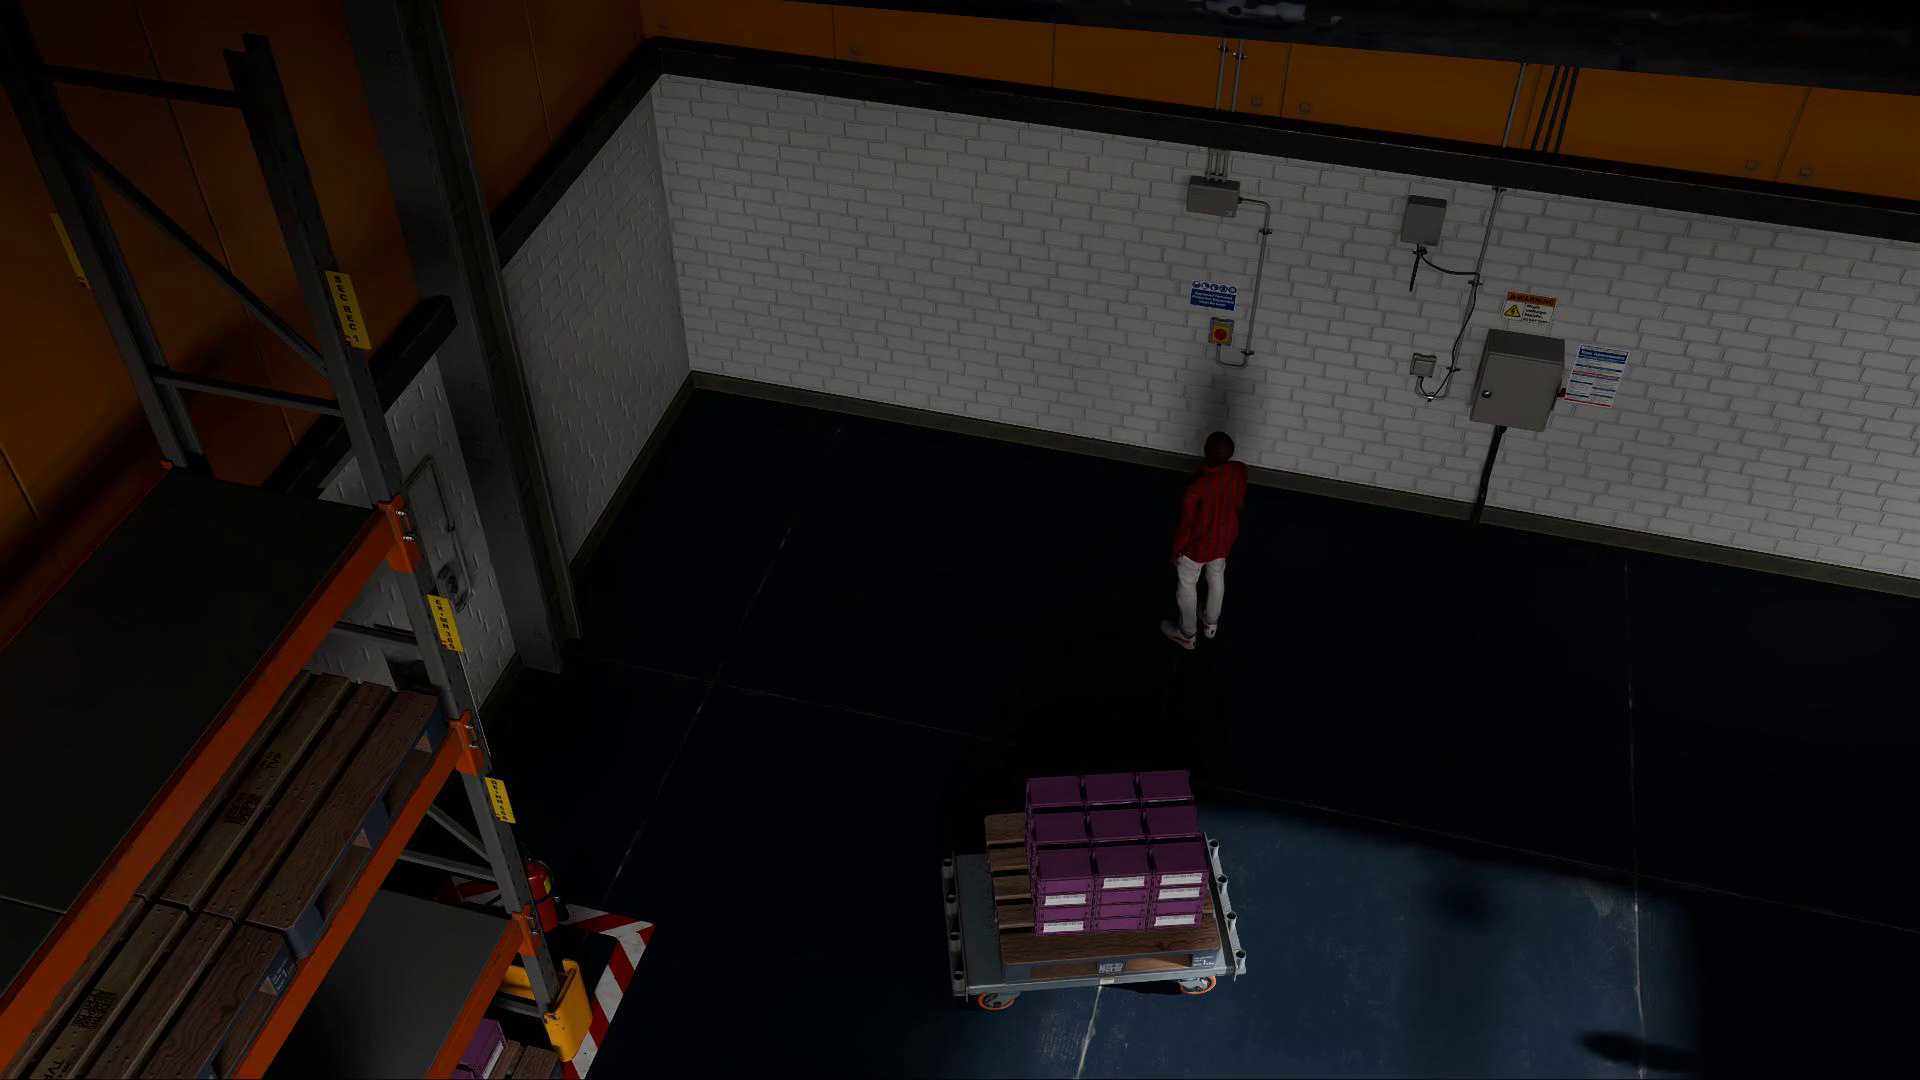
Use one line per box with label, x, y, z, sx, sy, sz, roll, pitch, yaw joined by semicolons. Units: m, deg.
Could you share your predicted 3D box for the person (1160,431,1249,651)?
person;1.629;-0.014;10.965;0.749;1.820;0.805;-21;47;-20
